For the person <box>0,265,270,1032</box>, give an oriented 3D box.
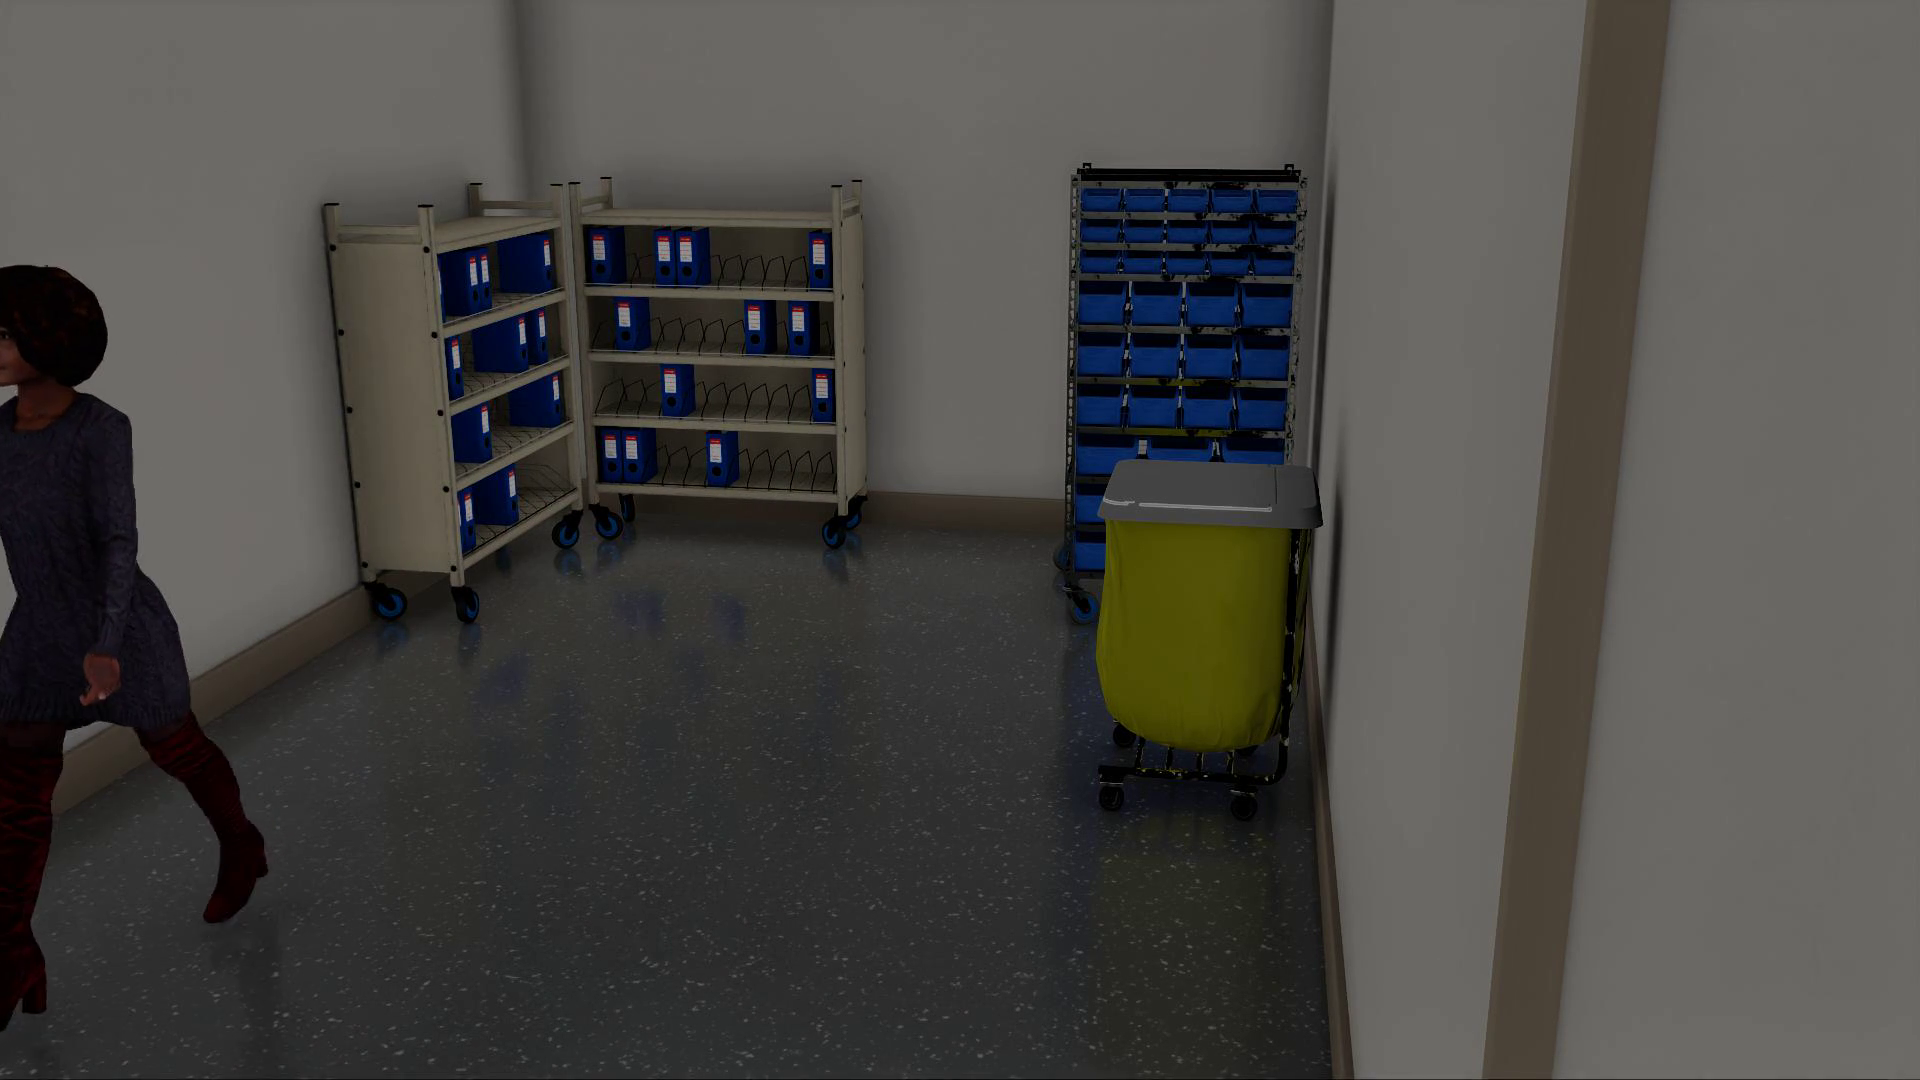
[{"bbox_3d":[-1.942,0.231,3.872,1.046,1.668,0.704,4,16,15],"label":"person"}]
